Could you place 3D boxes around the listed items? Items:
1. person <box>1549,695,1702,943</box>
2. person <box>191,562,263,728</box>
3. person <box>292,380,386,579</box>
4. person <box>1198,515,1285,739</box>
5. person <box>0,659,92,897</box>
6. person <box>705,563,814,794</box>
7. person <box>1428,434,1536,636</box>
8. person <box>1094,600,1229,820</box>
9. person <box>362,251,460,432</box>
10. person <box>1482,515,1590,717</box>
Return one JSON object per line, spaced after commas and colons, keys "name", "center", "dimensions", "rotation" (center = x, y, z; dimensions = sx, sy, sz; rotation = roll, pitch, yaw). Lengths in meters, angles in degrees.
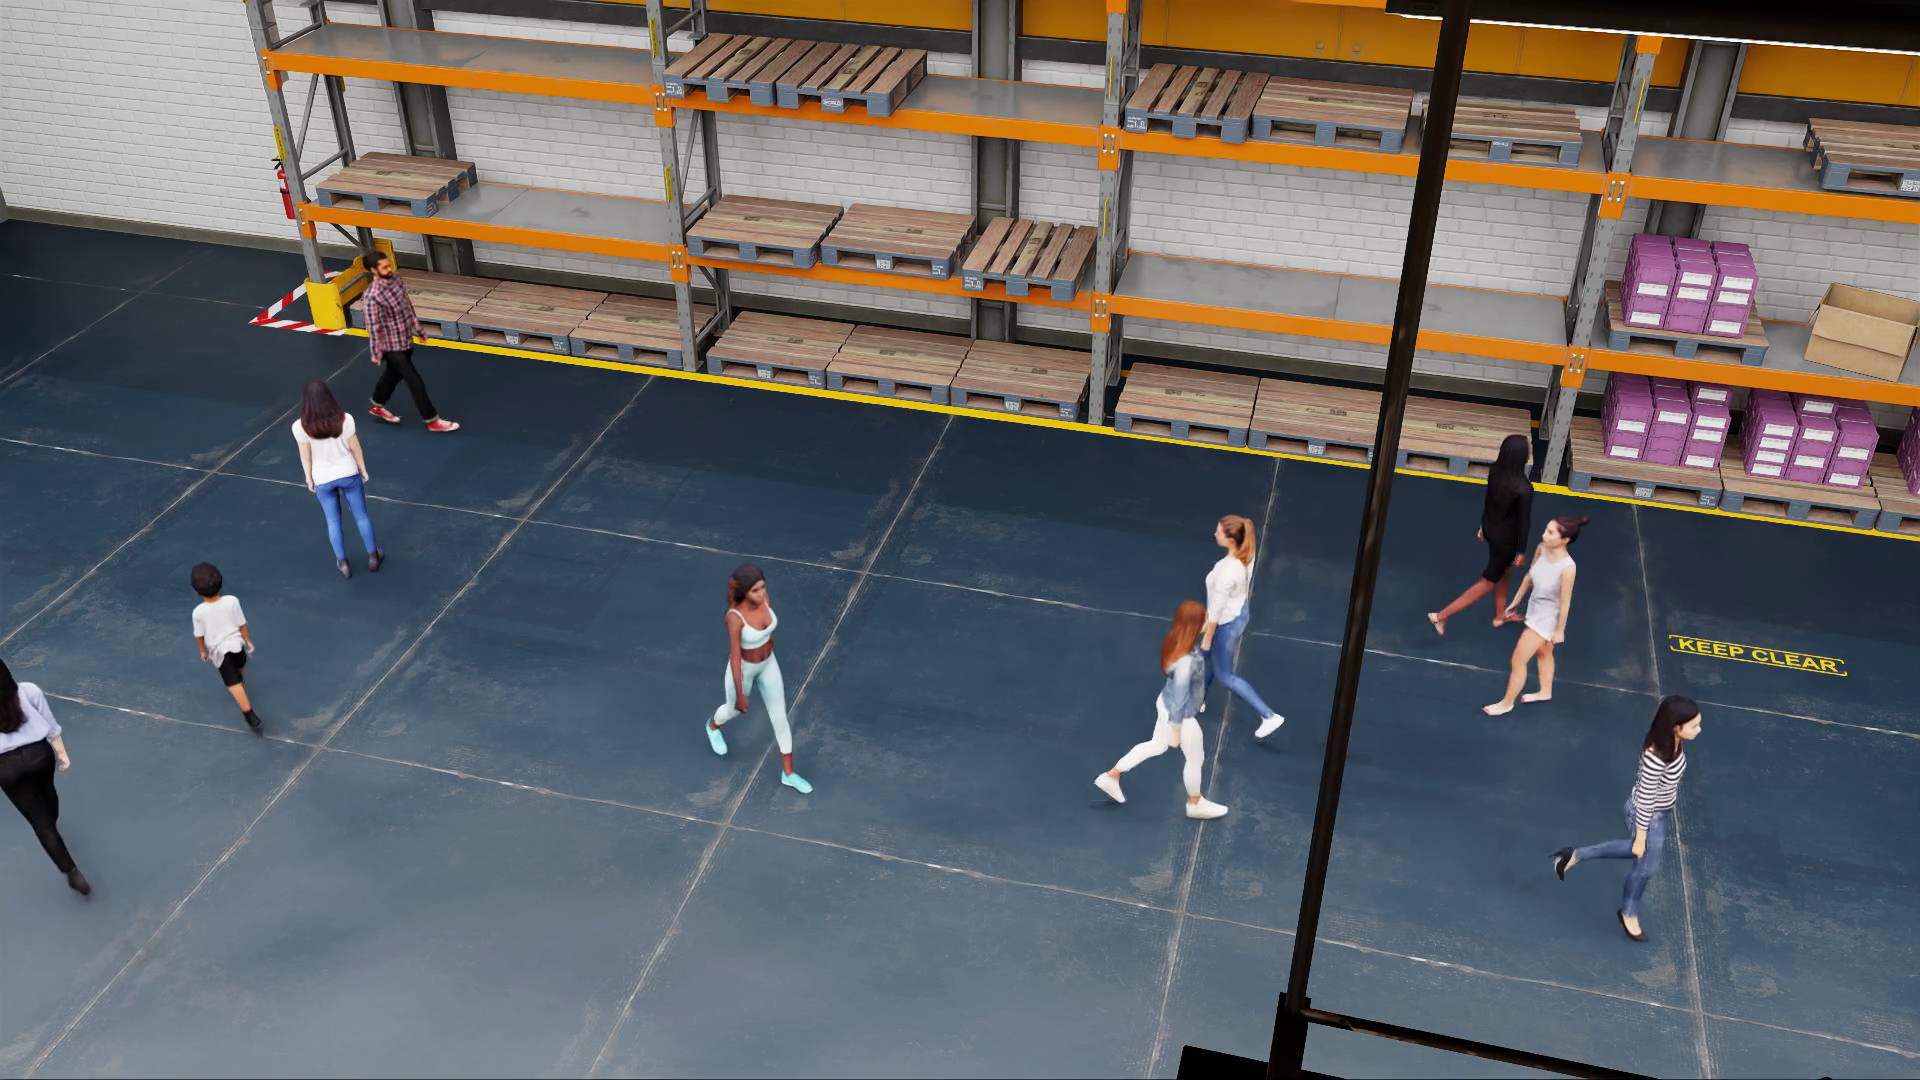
{"name": "person", "center": [3.902, 1.595, 9.669], "dimensions": [0.992, 1.775, 0.789], "rotation": [22, 39, 29]}
{"name": "person", "center": [-5.032, 0.740, 11.435], "dimensions": [0.784, 1.244, 0.935], "rotation": [-26, 42, -34]}
{"name": "person", "center": [-4.810, -0.461, 12.845], "dimensions": [0.650, 1.684, 0.746], "rotation": [-11, 35, -17]}
{"name": "person", "center": [1.884, 0.610, 11.225], "dimensions": [1.130, 1.695, 0.771], "rotation": [17, 37, 24]}
{"name": "person", "center": [-5.585, 1.431, 9.992], "dimensions": [1.070, 1.692, 1.247], "rotation": [-27, 42, -34]}
{"name": "person", "center": [-1.414, 0.856, 10.862], "dimensions": [1.241, 1.685, 0.932], "rotation": [26, 41, 33]}
{"name": "person", "center": [3.864, 0.012, 12.127], "dimensions": [1.198, 1.692, 1.000], "rotation": [-9, 35, -13]}
{"name": "person", "center": [1.276, 1.093, 10.519], "dimensions": [1.164, 1.670, 0.816], "rotation": [0, 34, 0]}
{"name": "person", "center": [-5.078, -1.760, 14.752], "dimensions": [1.173, 1.735, 0.784], "rotation": [4, 34, 6]}
{"name": "person", "center": [4.112, 0.506, 11.475], "dimensions": [0.859, 1.591, 0.704], "rotation": [-2, 34, -2]}
